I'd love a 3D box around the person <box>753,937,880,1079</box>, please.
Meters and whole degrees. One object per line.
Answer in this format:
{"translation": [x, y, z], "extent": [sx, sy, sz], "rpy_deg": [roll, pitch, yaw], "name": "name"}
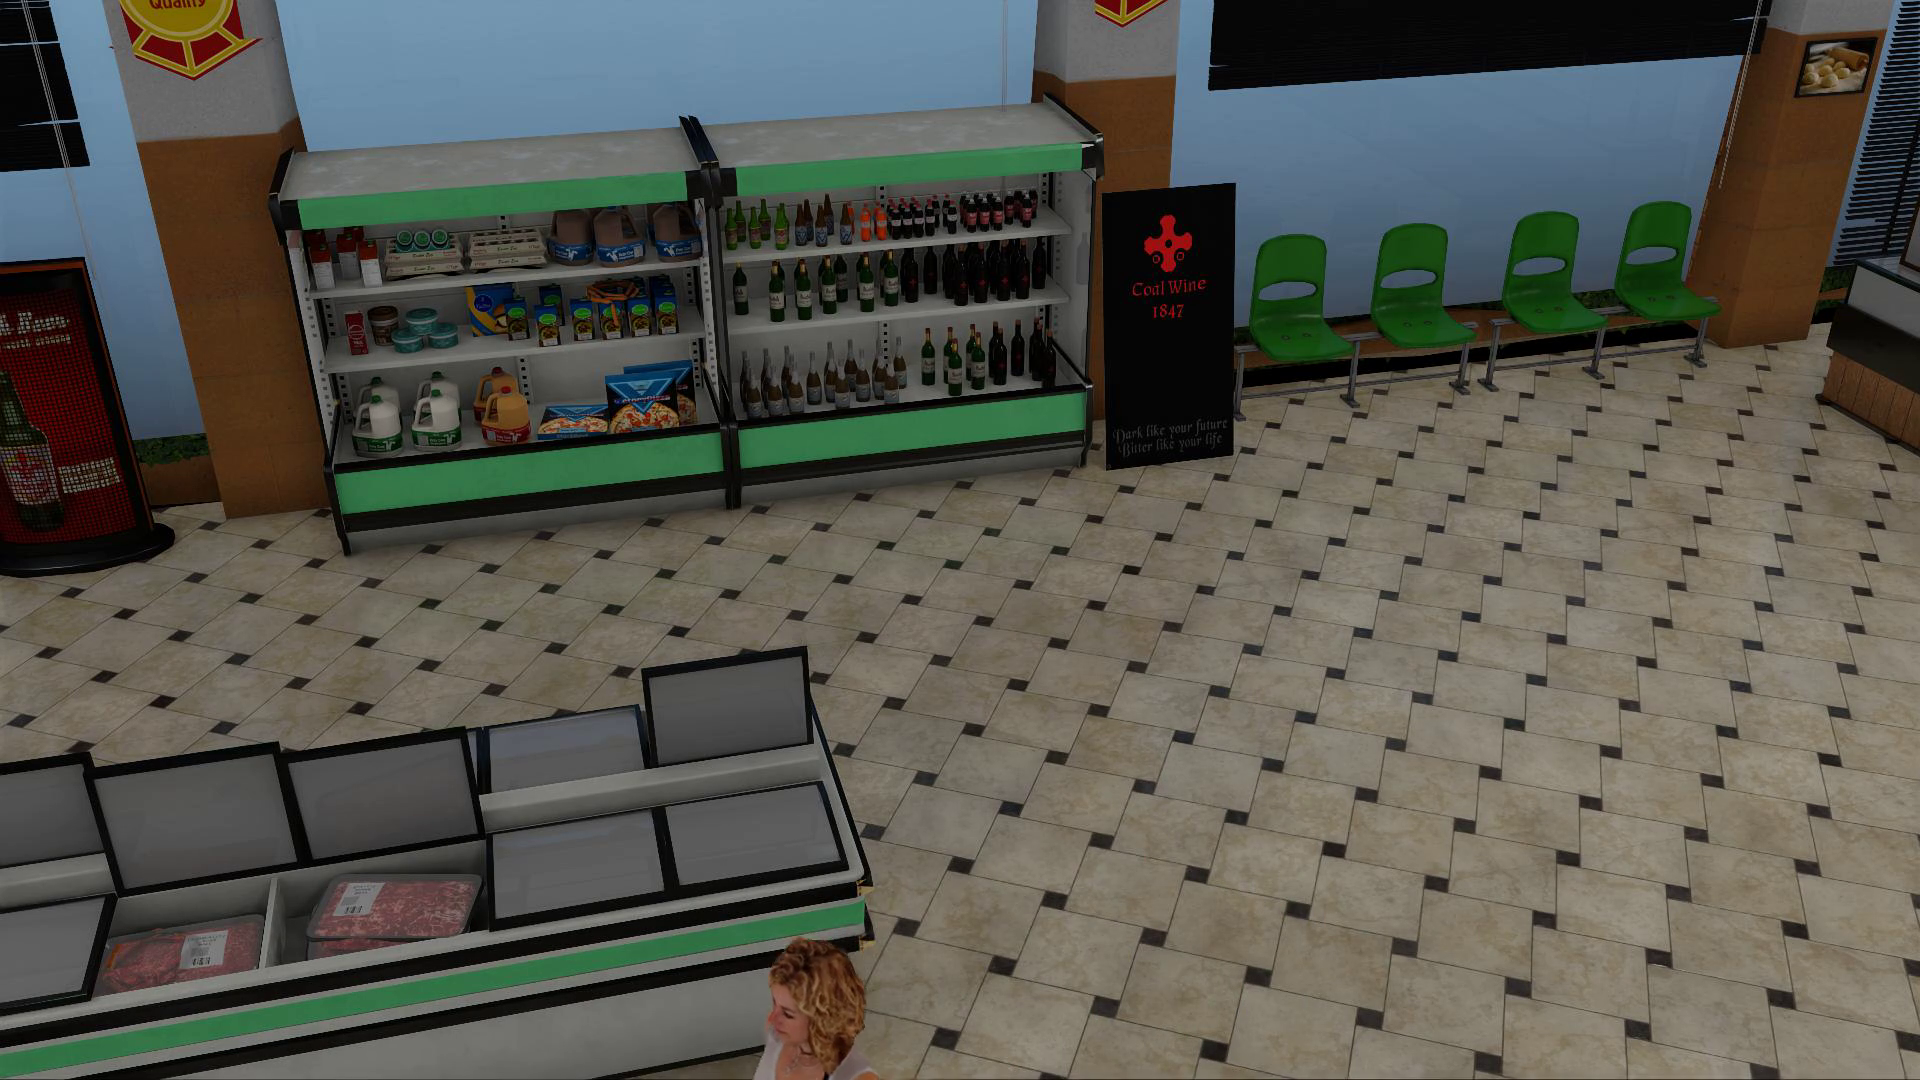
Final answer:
{"translation": [-0.320, 1.746, 4.600], "extent": [0.841, 1.659, 0.738], "rpy_deg": [-20, 34, -32], "name": "person"}
